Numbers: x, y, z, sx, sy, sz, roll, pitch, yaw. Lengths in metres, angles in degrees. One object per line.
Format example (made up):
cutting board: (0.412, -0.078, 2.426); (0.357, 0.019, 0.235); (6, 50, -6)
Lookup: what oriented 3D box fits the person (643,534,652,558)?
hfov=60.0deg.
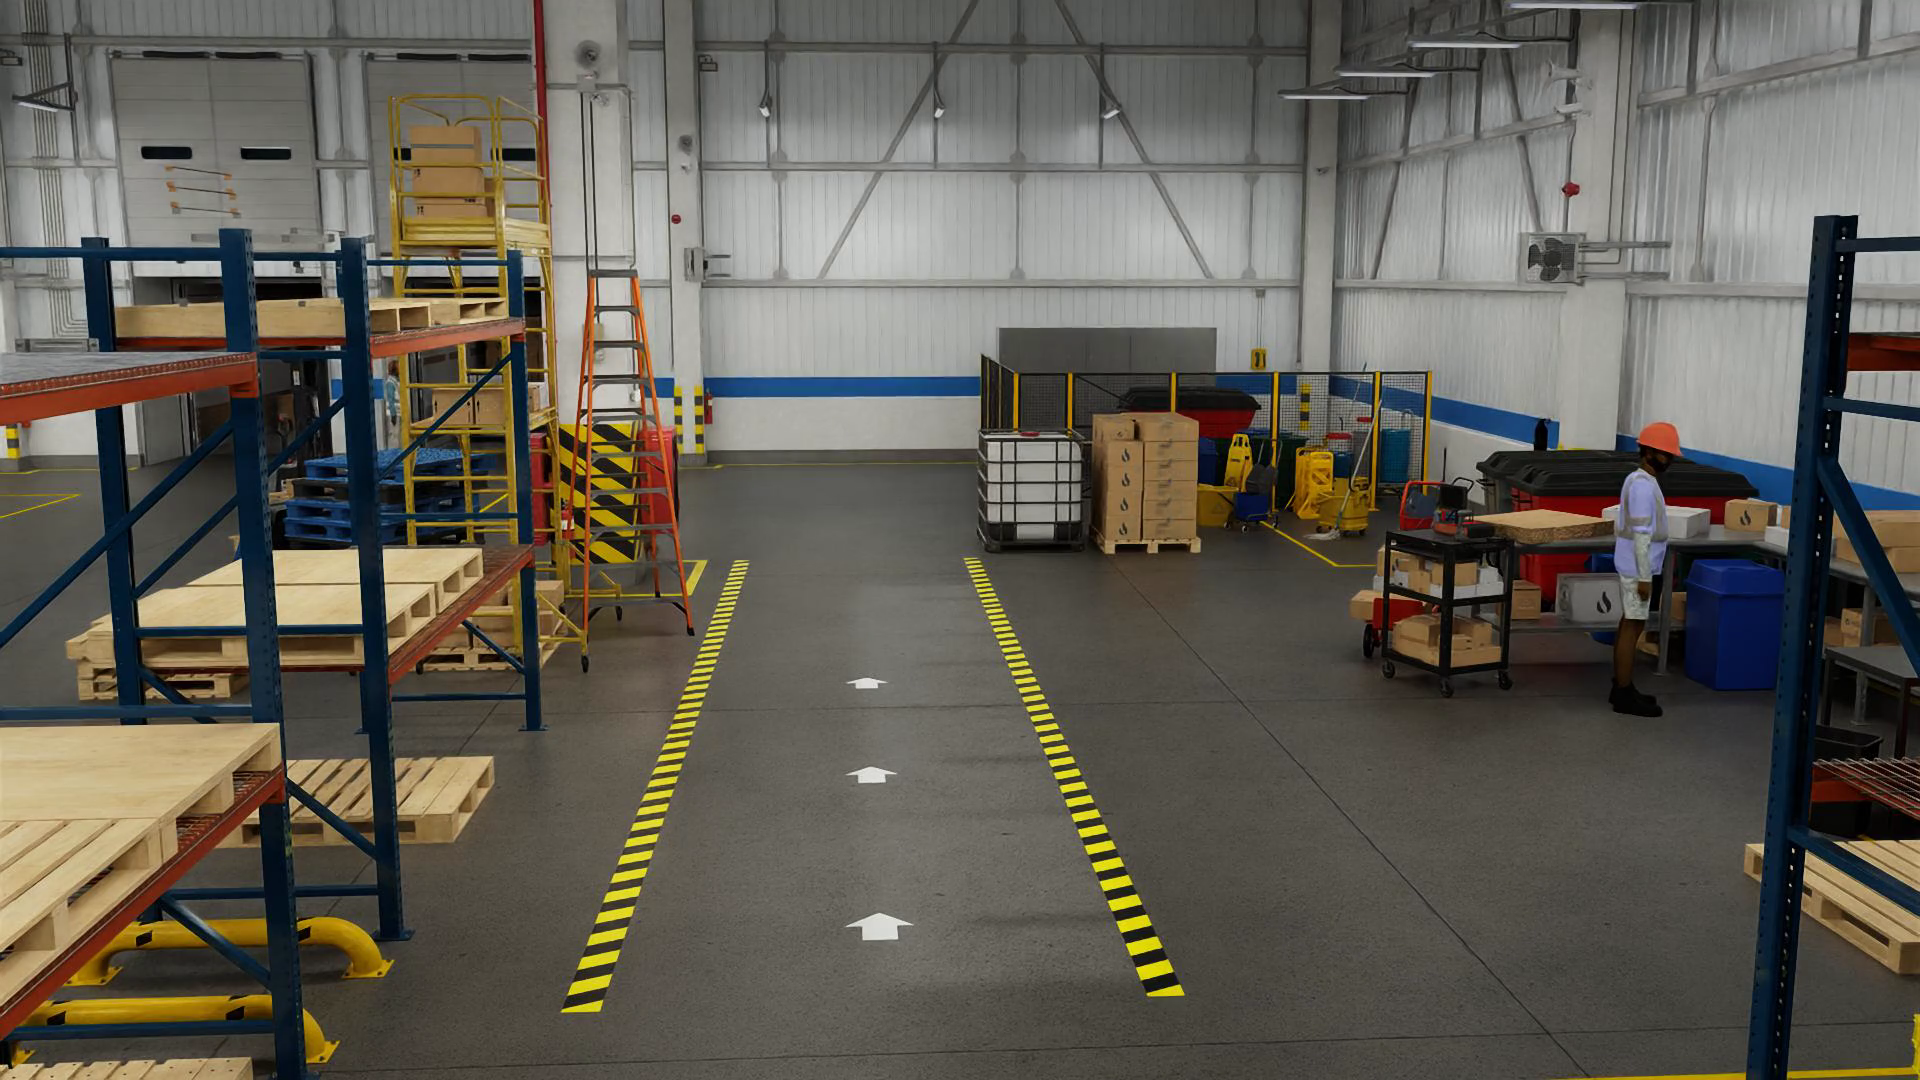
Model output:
person: (-3.451, -0.654, 16.383); (0.998, 1.890, 0.672); (-5, 11, -30)

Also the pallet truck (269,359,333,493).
pallet truck: (-7.062, -1.131, 18.996); (1.885, 1.965, 0.823); (2, 9, 13)

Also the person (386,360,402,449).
person: (-8.293, -1.827, 24.497); (0.311, 1.636, 0.521); (0, 9, -2)

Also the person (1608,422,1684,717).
person: (4.506, 0.186, 10.949); (0.381, 1.927, 0.542); (3, 10, 19)
